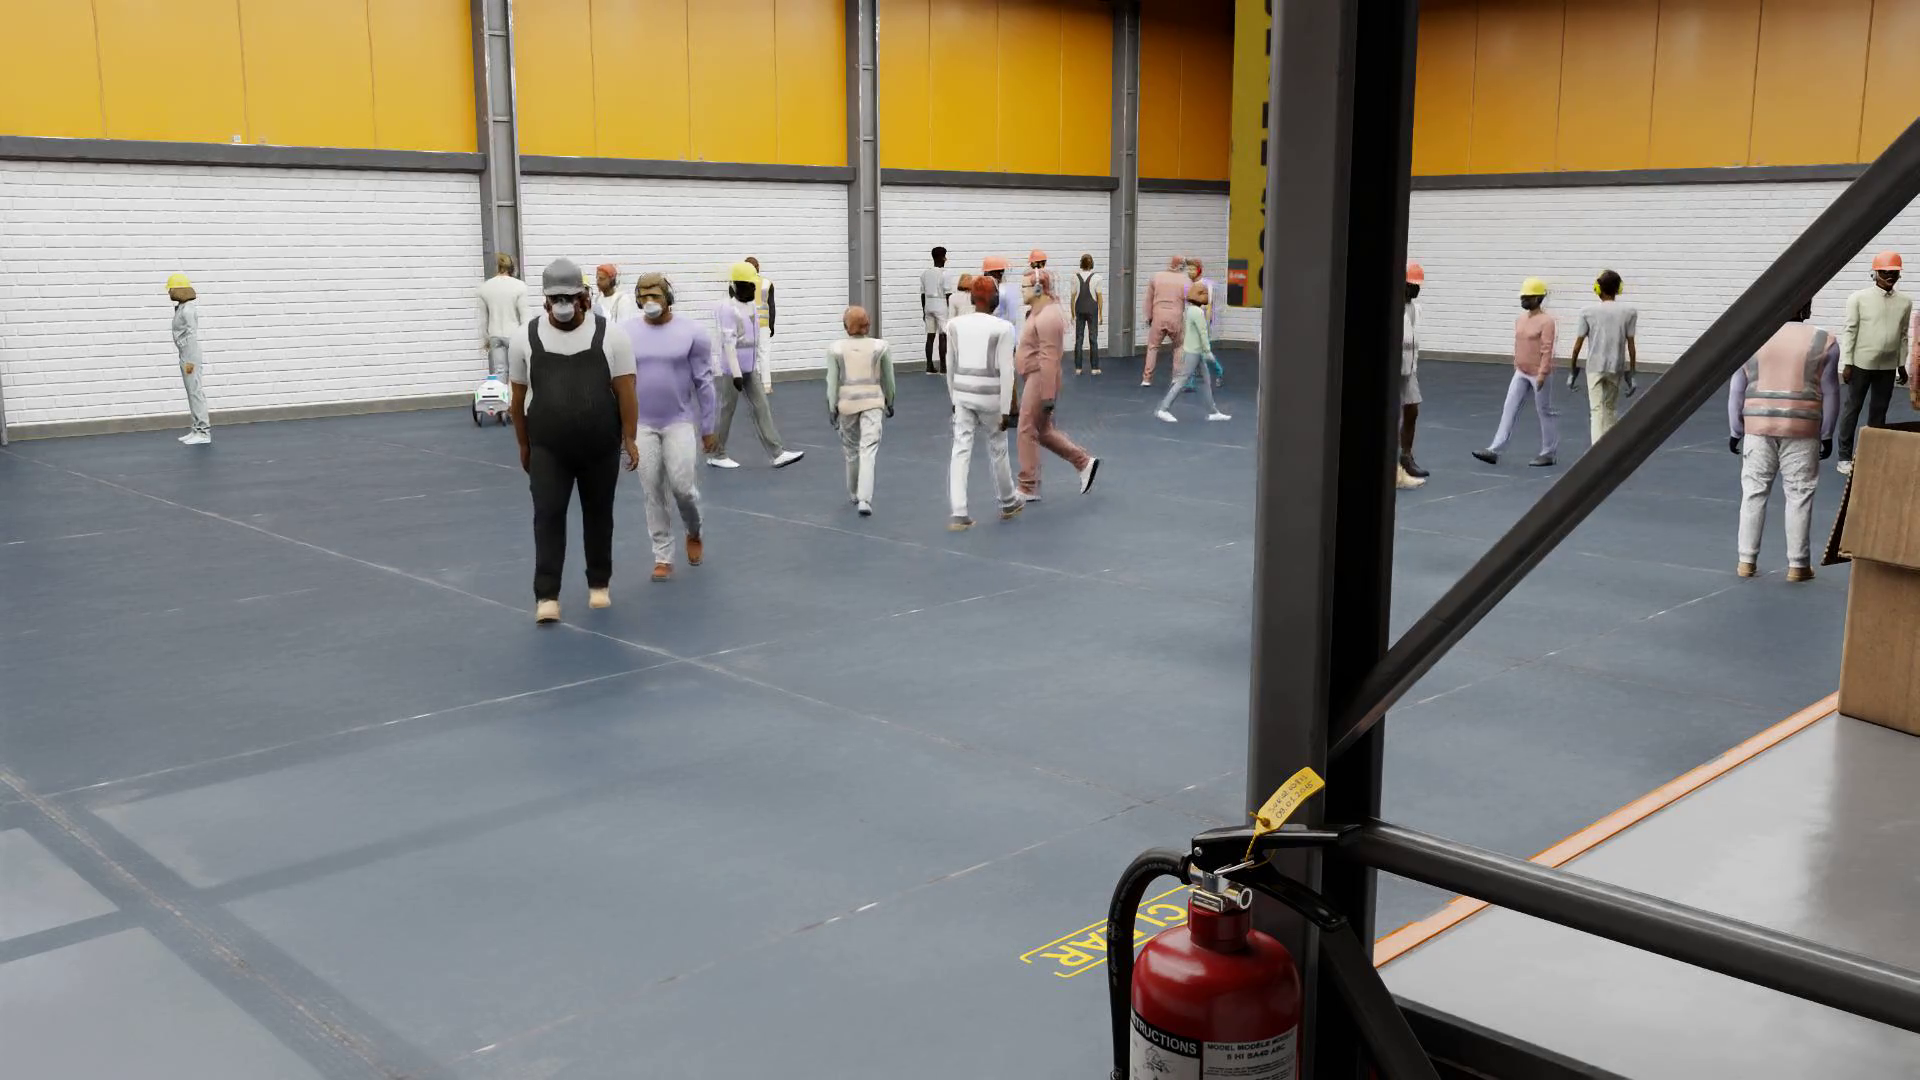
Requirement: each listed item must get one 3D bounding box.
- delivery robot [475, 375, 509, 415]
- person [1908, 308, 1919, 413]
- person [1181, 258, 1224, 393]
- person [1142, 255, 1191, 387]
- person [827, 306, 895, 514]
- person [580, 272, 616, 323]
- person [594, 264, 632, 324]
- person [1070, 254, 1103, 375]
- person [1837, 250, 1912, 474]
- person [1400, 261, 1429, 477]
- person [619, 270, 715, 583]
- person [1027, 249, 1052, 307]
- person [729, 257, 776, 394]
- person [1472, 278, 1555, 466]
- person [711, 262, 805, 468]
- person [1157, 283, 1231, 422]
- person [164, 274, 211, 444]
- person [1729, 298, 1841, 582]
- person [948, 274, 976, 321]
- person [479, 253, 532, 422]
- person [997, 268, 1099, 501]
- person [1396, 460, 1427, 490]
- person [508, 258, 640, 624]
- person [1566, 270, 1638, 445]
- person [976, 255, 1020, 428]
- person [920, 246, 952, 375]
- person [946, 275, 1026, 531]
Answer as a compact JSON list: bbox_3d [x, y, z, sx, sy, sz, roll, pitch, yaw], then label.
[{"bbox_3d":[-5.283,-1.628,18.821,0.477,0.478,0.707,-2,11,-11],"label":"delivery robot"},{"bbox_3d":[7.745,-1.222,12.988,0.625,1.978,0.749,4,11,20],"label":"person"},{"bbox_3d":[3.268,-2.914,22.625,0.710,1.822,0.576,-7,13,-35],"label":"person"},{"bbox_3d":[2.943,-3.083,23.498,0.721,1.856,0.545,4,11,23],"label":"person"},{"bbox_3d":[-0.770,-1.013,12.904,0.513,1.584,0.915,0,10,2],"label":"person"},{"bbox_3d":[-3.317,-1.456,14.683,0.587,1.822,0.403,-7,13,-35],"label":"person"},{"bbox_3d":[-3.576,-1.879,16.966,0.601,1.824,0.984,9,14,41],"label":"person"},{"bbox_3d":[1.941,-3.454,25.510,0.506,1.847,0.345,3,11,14],"label":"person"},{"bbox_3d":[8.196,-1.582,14.893,0.608,1.996,0.381,-1,10,-3],"label":"person"},{"bbox_3d":[3.844,-1.526,14.846,0.541,1.909,0.764,-8,13,-37],"label":"person"},{"bbox_3d":[-1.835,-0.705,10.326,0.640,1.919,0.515,1,10,4],"label":"person"},{"bbox_3d":[1.177,-3.333,24.635,0.383,1.929,0.541,0,10,-2],"label":"person"},{"bbox_3d":[-2.797,-2.890,22.446,0.620,1.845,0.430,-1,10,-6],"label":"person"},{"bbox_3d":[5.156,-1.520,15.257,0.852,1.724,0.548,-4,11,-22],"label":"person"},{"bbox_3d":[-1.900,-1.564,15.090,0.958,1.876,0.619,5,11,24],"label":"person"},{"bbox_3d":[2.675,-2.143,19.070,0.862,1.591,0.500,0,10,1],"label":"person"},{"bbox_3d":[-7.951,-1.858,17.091,0.324,1.740,0.492,-6,12,-30],"label":"person"},{"bbox_3d":[5.102,-0.666,10.320,0.619,1.845,0.430,8,13,36],"label":"person"},{"bbox_3d":[0.107,-2.863,22.962,0.520,1.597,0.803,1,10,6],"label":"person"},{"bbox_3d":[-5.163,-2.283,18.908,0.707,1.923,0.405,3,11,15],"label":"person"},{"bbox_3d":[0.708,-1.238,13.317,0.731,1.878,0.641,1,10,4],"label":"person"},{"bbox_3d":[3.417,-1.418,14.035,1.014,1.992,0.608,10,14,43],"label":"person"},{"bbox_3d":[-2.134,-0.566,9.228,0.705,2.000,0.912,-2,11,-12],"label":"person"},{"bbox_3d":[5.724,-1.487,14.869,0.544,1.818,0.968,1,10,8],"label":"person"},{"bbox_3d":[0.363,-2.190,18.455,0.773,1.904,0.578,3,11,16],"label":"person"},{"bbox_3d":[-0.337,-3.498,25.419,0.602,1.967,0.370,9,14,41],"label":"person"},{"bbox_3d":[0.170,-1.018,12.245,0.599,1.832,0.970,5,11,25],"label":"person"}]
